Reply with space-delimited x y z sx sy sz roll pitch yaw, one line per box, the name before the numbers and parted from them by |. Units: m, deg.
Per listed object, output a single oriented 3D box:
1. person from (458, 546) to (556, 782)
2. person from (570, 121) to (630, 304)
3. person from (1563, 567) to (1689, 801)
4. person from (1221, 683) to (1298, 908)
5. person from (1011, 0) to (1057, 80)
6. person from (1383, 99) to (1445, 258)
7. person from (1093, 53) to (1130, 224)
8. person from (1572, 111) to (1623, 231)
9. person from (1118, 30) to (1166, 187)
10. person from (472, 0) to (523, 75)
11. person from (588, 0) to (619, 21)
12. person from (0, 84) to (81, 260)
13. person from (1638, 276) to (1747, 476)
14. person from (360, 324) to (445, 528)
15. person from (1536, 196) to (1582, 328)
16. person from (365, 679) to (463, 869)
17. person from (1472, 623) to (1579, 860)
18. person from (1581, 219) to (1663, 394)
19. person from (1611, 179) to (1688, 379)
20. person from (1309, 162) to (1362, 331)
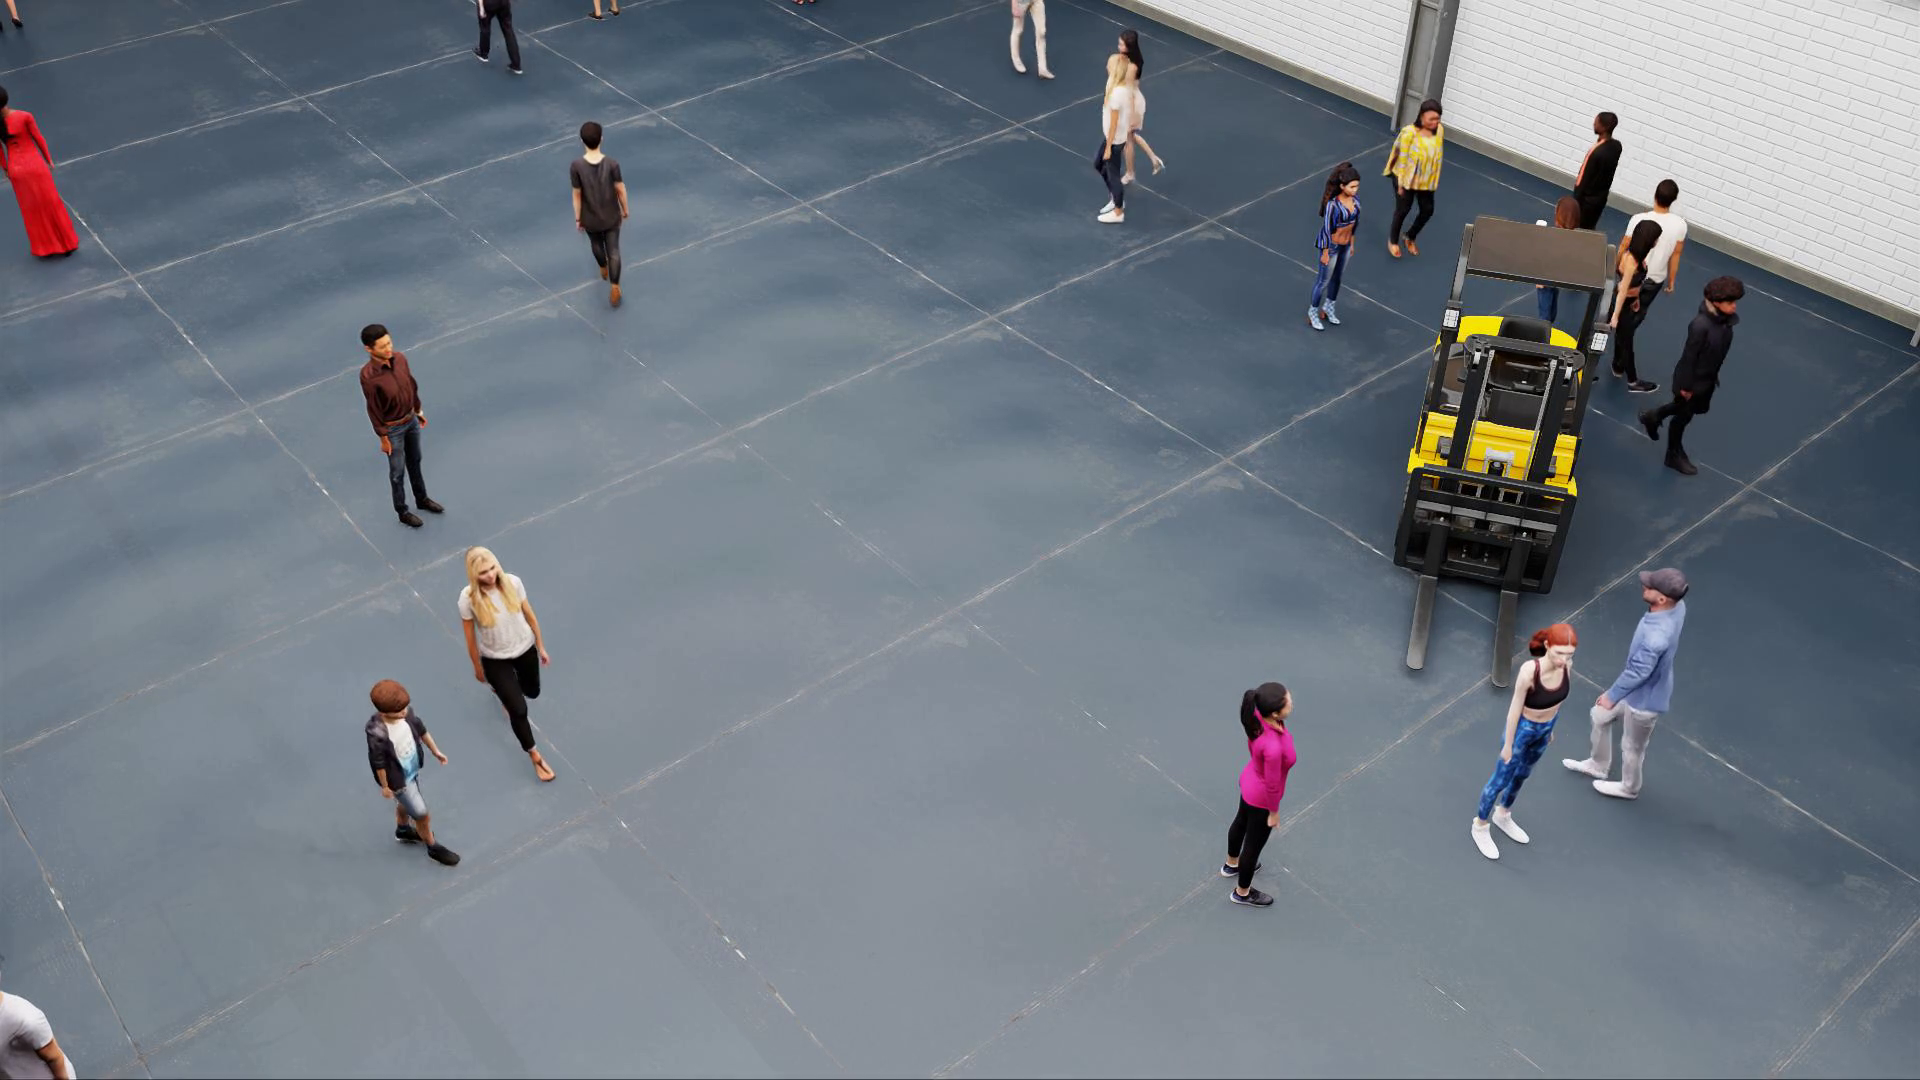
person | -2.949 0.708 10.712 0.613 1.808 1.017 -27 46 -30
person | -3.336 -3.003 15.465 1.012 1.676 1.169 -4 39 -5
person | 4.342 0.951 10.362 0.866 1.865 0.809 19 42 22
person | 1.764 1.482 9.838 0.751 1.699 0.671 -3 39 -4
person | 0.749 -6.403 19.603 0.818 1.824 1.064 -17 42 -21
person | 4.367 -3.524 16.145 0.834 1.641 0.872 -12 40 -14
person | 1.637 -3.986 16.599 0.794 1.796 0.741 5 39 6
person | 5.915 -3.097 15.488 0.683 1.794 0.757 -21 43 -25
person | 1.853 -4.456 17.250 0.914 1.718 0.839 7 39 9
person | -5.442 -6.336 19.610 1.064 1.711 0.706 30 47 32
person | -4.602 -7.519 20.986 0.587 1.843 0.492 -28 46 -30
person | -9.008 -3.555 16.078 0.707 1.784 0.713 -10 40 -13
person | 5.850 -1.372 13.354 0.654 1.760 0.885 -25 45 -28
person | -4.323 -0.896 12.745 0.675 1.778 0.702 15 41 18
person | 5.309 -2.390 14.858 0.560 1.476 0.599 26 45 28
person | -3.462 1.389 10.163 0.846 1.428 0.767 5 39 7
person | 3.453 1.192 10.131 0.620 1.787 0.646 -17 42 -21
person | 5.587 -2.014 14.275 1.045 1.614 0.881 12 40 14
person | 5.932 -2.234 14.433 1.091 1.772 1.126 6 39 7
person | 3.409 -2.662 15.081 0.609 1.622 0.547 -26 45 -28
